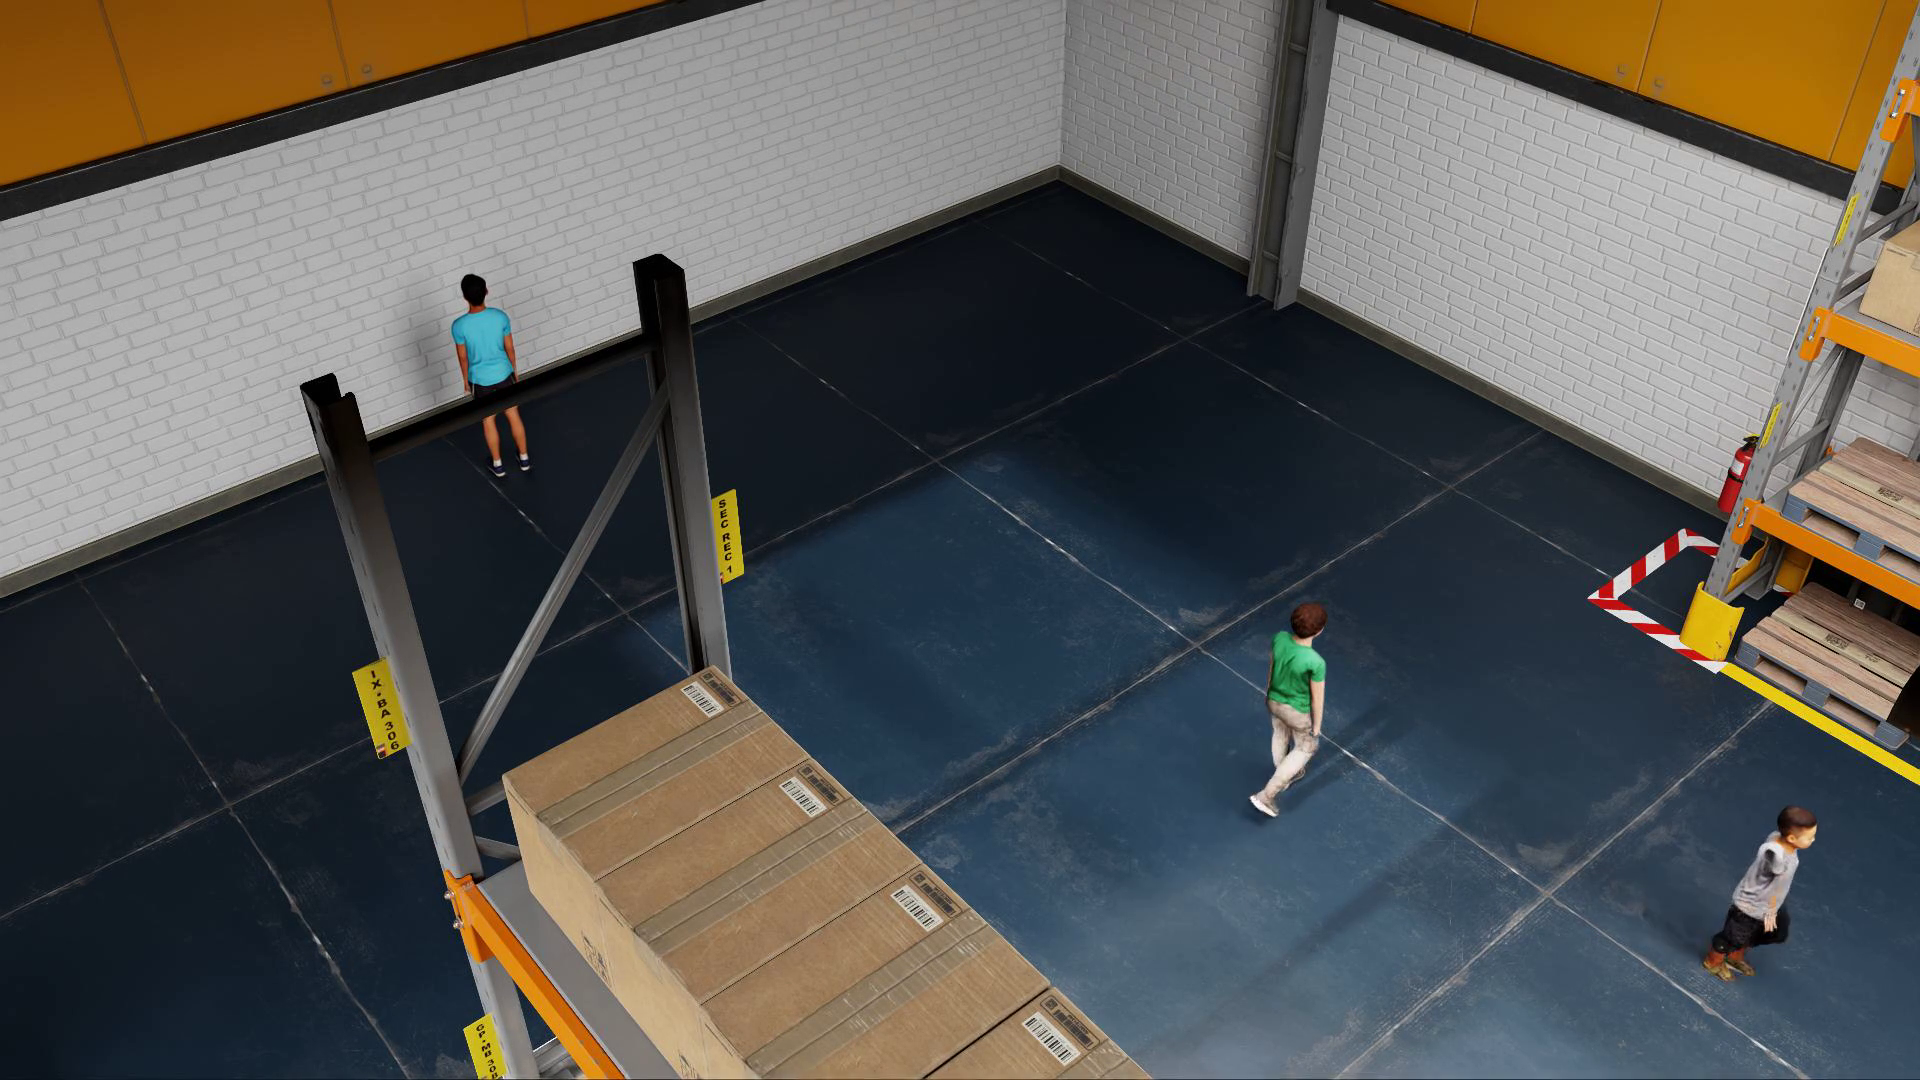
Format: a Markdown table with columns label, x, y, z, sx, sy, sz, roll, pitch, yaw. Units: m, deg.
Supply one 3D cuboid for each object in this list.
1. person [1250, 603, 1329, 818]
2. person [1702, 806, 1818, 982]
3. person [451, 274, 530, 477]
| label | x | y | z | sx | sy | sz | roll | pitch | yaw |
| --- | --- | --- | --- | --- | --- | --- | --- | --- | --- |
| person | 2.047 | 1.071 | 10.428 | 0.653 | 1.640 | 0.800 | -28 | 46 | -30 |
| person | 4.498 | 1.970 | 9.457 | 0.611 | 1.447 | 0.617 | 30 | 47 | 32 |
| person | -3.744 | -1.302 | 13.293 | 0.642 | 1.773 | 0.570 | -20 | 43 | -23 |
